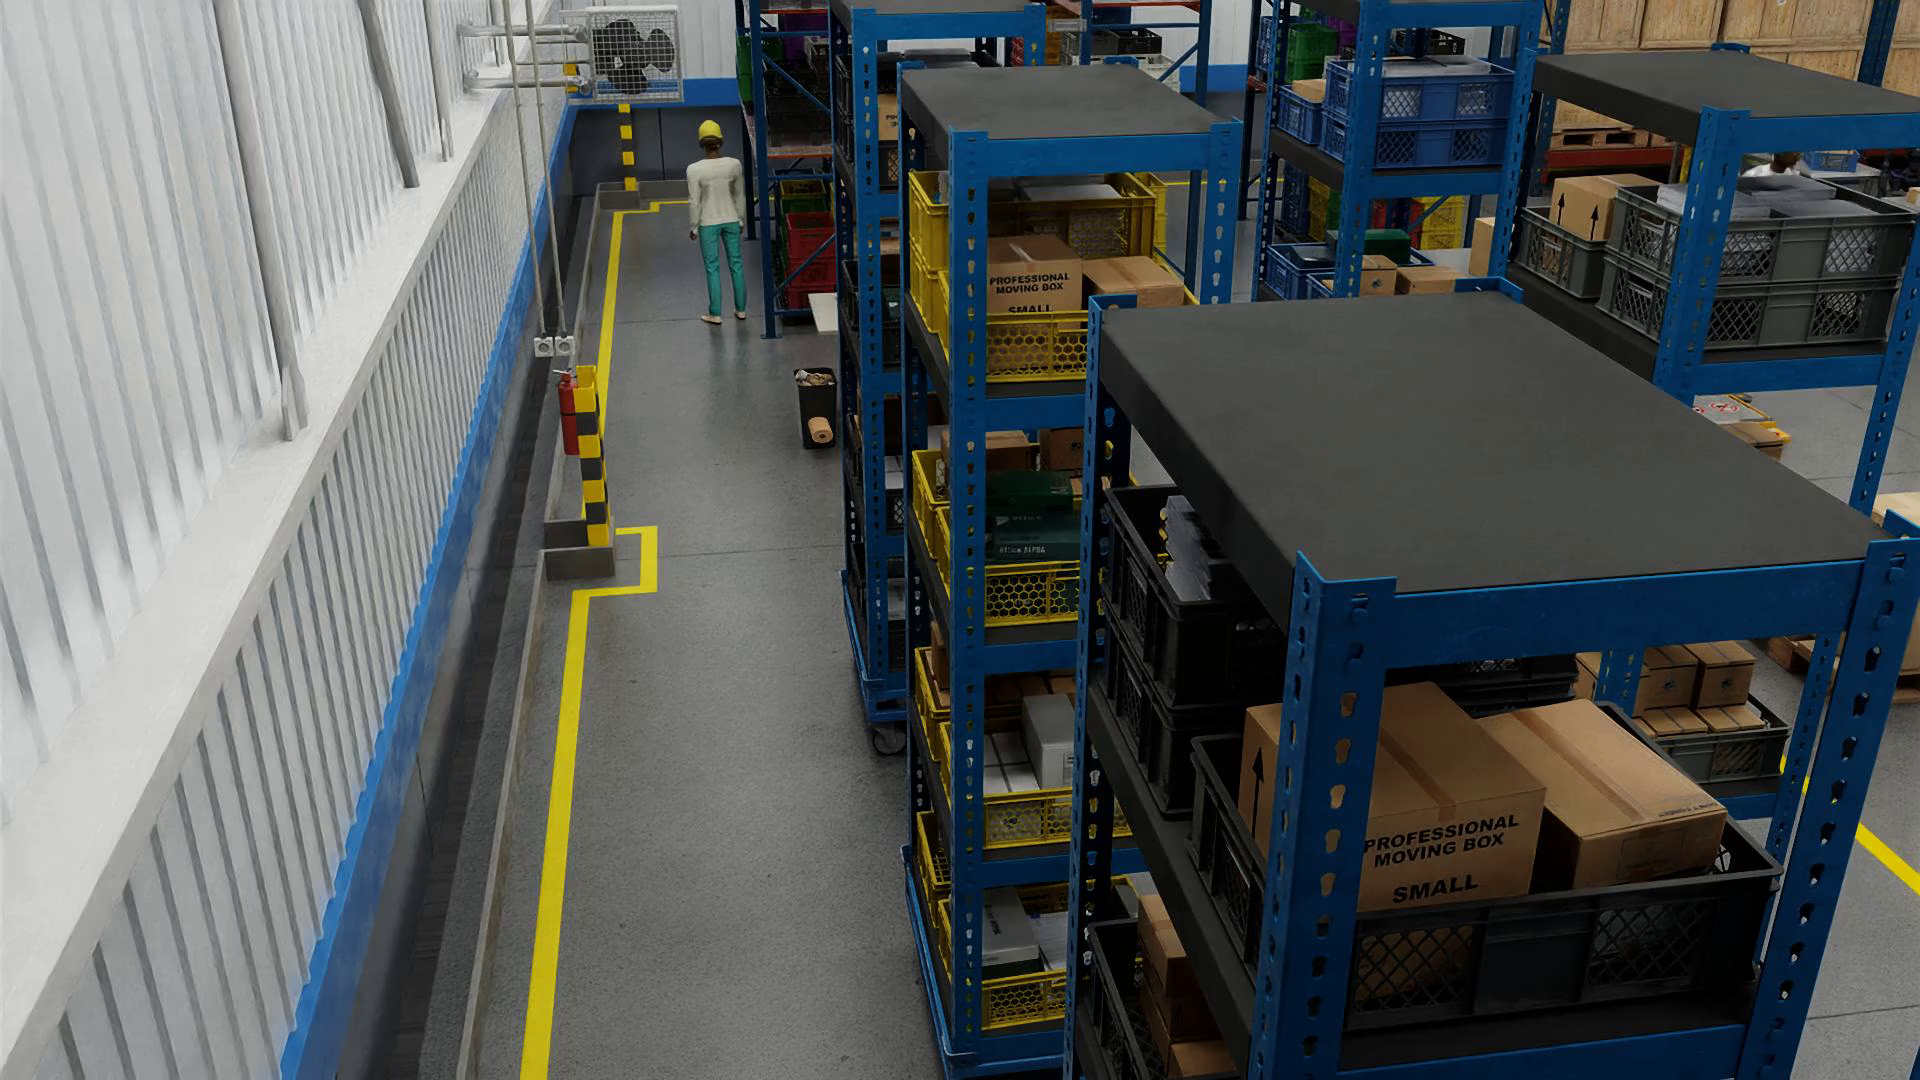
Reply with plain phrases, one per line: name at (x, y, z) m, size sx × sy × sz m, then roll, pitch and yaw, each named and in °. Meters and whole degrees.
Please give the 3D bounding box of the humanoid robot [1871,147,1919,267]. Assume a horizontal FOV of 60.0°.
humanoid robot at (8.989, -3.288, 15.758) m, size 0.563 × 1.652 × 0.327 m, roll 8°, pitch 26°, yaw 16°

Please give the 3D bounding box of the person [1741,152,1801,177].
person at (6.629, -2.502, 13.890) m, size 0.596 × 1.820 × 0.931 m, roll -11°, pitch 27°, yaw -23°

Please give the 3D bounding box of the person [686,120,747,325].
person at (-2.124, -2.761, 14.510) m, size 0.525 × 1.765 × 0.326 m, roll -14°, pitch 28°, yaw -28°

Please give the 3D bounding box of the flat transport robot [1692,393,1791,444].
flat transport robot at (5.224, -0.859, 12.132) m, size 1.431 × 0.197 × 0.652 m, roll -4°, pitch 25°, yaw -8°
